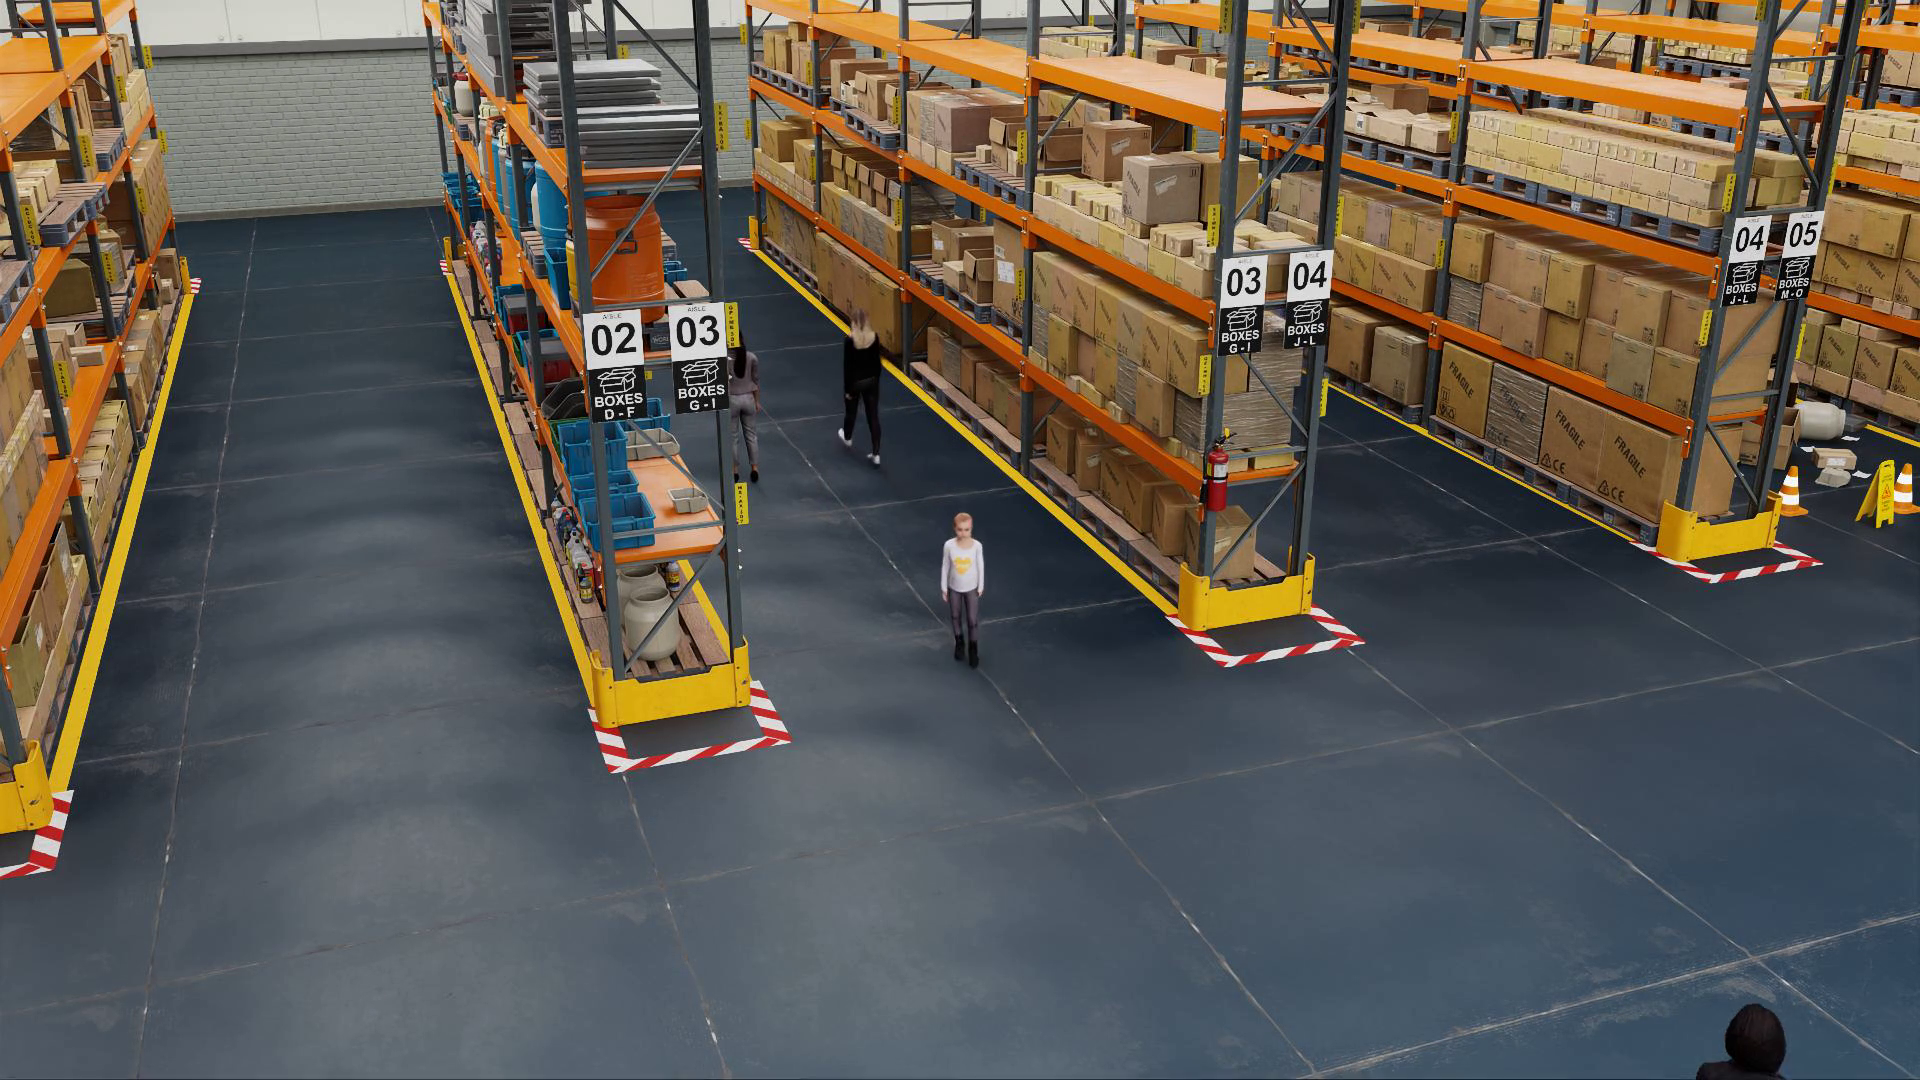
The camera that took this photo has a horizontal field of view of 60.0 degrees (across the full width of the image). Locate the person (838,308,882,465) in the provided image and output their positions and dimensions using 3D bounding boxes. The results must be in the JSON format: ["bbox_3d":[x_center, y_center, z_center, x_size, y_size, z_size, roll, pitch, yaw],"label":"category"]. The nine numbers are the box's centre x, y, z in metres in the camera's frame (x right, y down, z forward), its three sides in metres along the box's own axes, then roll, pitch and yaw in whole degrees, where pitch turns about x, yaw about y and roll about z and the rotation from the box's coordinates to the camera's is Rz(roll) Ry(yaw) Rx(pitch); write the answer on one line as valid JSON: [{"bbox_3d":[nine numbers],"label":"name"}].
[{"bbox_3d":[-1.005,-1.605,17.804,0.695,1.641,1.141,-10,24,-23],"label":"person"}]

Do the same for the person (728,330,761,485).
[{"bbox_3d":[-2.291,-1.391,17.229,0.614,1.680,0.582,-9,24,-21],"label":"person"}]

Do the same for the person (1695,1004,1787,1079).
[{"bbox_3d":[3.243,2.769,7.085,0.931,1.660,1.199,3,22,8],"label":"person"}]

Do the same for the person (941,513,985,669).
[{"bbox_3d":[0.023,0.355,13.503,0.612,1.269,0.701,2,22,5],"label":"person"}]
